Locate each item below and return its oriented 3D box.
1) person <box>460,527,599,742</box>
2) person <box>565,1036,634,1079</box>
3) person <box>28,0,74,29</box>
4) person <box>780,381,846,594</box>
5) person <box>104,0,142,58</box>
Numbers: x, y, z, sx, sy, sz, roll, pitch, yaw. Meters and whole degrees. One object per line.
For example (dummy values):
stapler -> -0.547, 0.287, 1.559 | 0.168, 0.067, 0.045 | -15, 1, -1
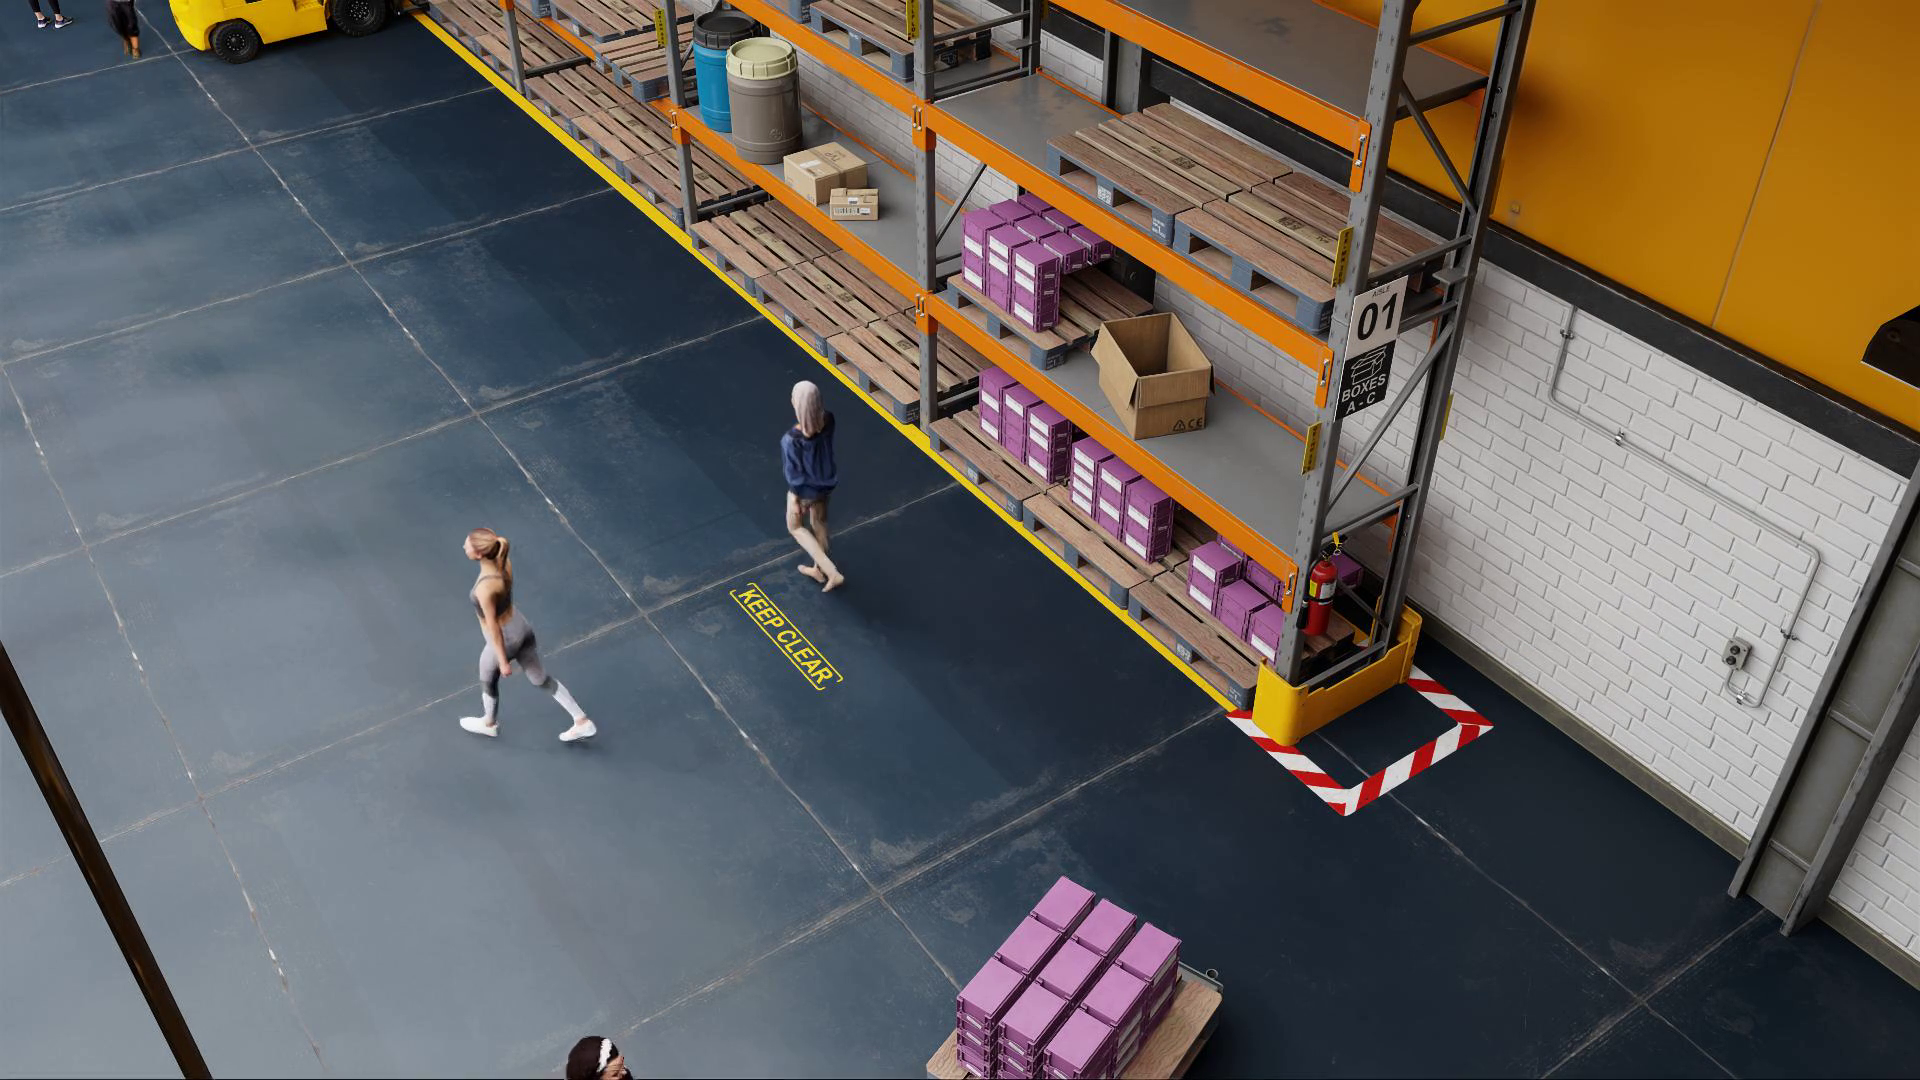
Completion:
person -> -2.645, 0.622, 10.061 | 1.151, 1.665, 1.087 | 7, 39, 8
person -> -1.495, 2.774, 7.248 | 0.925, 1.813, 0.866 | 10, 40, 12
person -> -10.864, -6.836, 19.373 | 0.683, 1.698, 0.738 | 4, 39, 5
person -> -0.942, -0.319, 11.223 | 0.847, 1.685, 0.721 | 28, 47, 31
person -> -9.537, -6.219, 18.799 | 0.651, 1.449, 0.650 | -16, 41, -19
